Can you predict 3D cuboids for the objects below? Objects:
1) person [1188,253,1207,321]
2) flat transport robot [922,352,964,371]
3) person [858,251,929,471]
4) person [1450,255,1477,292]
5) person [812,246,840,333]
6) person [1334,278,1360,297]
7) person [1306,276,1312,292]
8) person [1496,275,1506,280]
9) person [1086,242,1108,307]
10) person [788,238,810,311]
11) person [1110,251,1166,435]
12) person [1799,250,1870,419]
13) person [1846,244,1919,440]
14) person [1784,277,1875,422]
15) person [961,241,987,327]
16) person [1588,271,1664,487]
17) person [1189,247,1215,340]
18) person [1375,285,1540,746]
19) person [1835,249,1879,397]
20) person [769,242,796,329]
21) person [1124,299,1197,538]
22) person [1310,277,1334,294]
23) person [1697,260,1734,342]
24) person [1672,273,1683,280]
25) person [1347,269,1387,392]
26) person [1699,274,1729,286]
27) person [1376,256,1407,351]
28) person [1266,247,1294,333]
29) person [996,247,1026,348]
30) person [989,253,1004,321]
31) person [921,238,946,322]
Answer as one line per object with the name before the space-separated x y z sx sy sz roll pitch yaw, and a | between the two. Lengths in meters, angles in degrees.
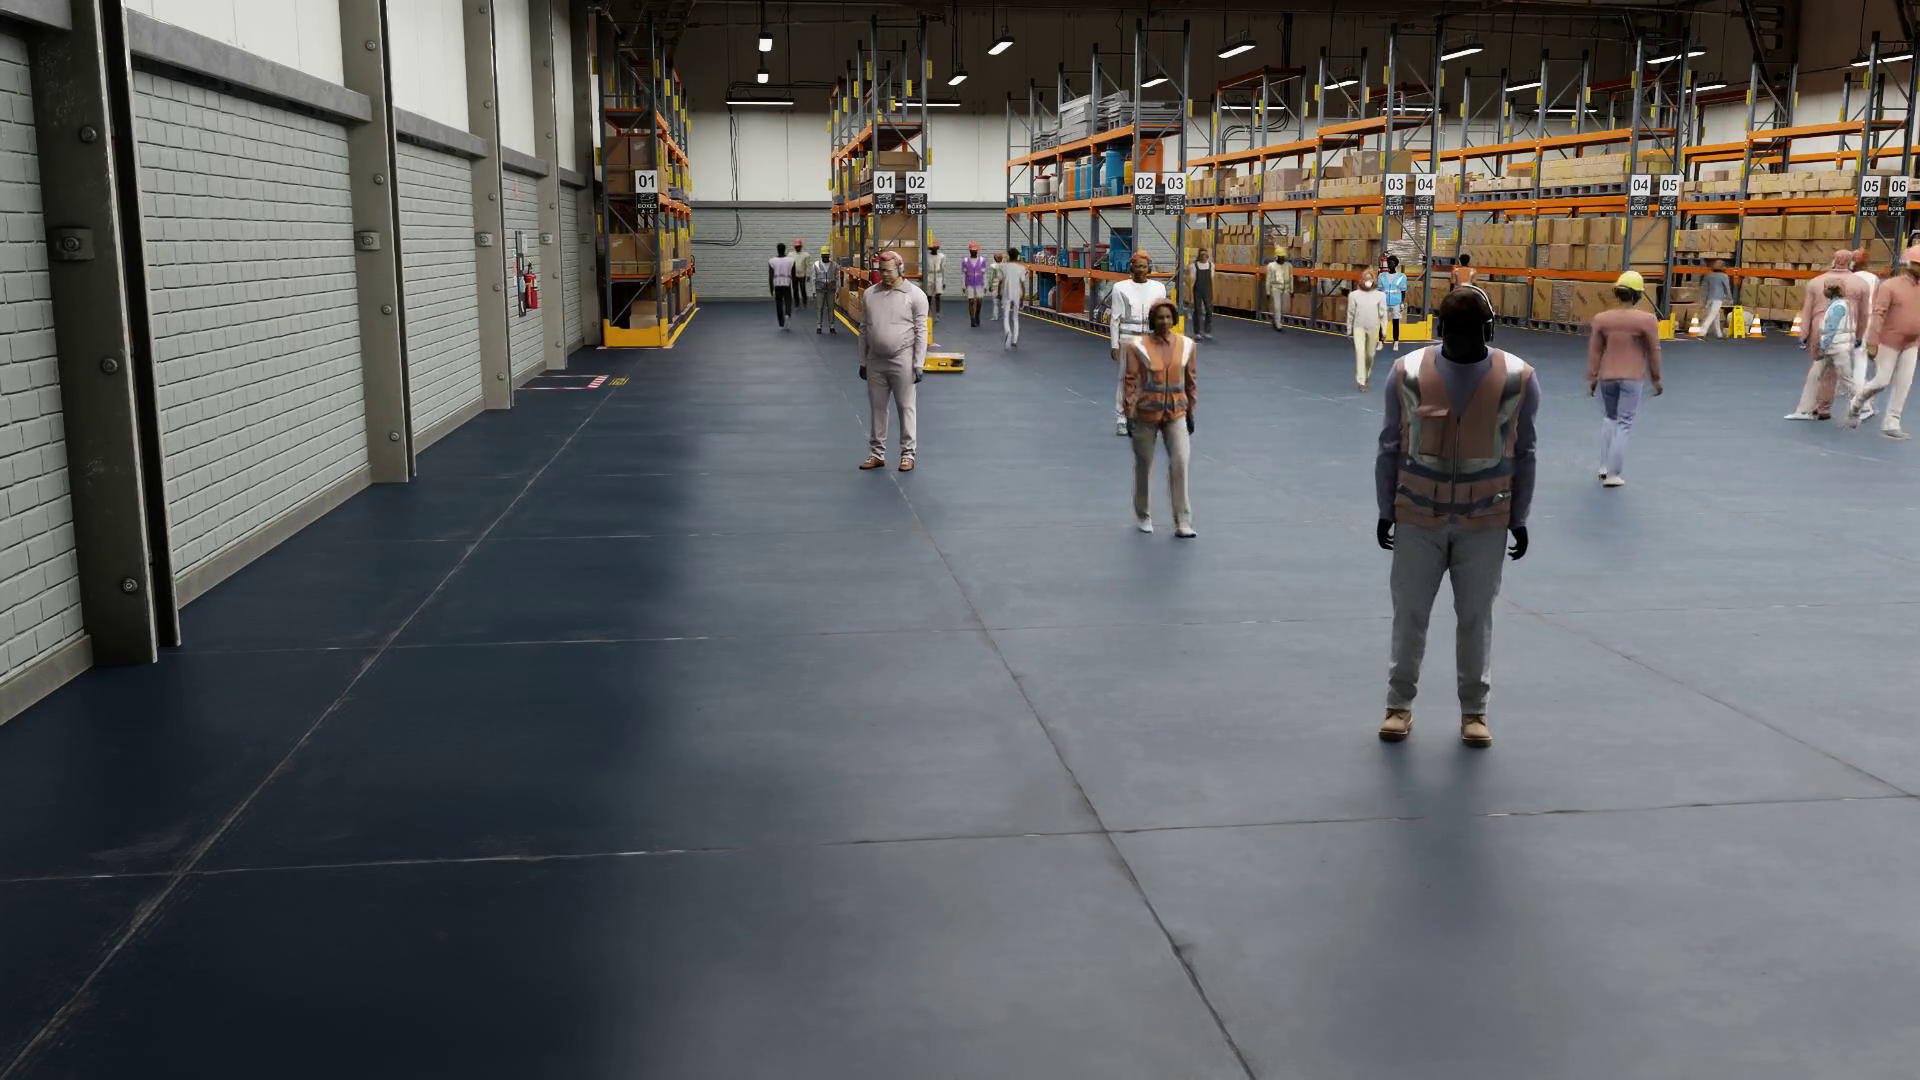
person | 5.807 -6.184 40.394 0.487 1.720 0.701 -2 11 -11
flat transport robot | -0.264 -2.729 25.411 0.652 0.197 1.431 0 10 0
person | -0.602 -1.547 14.461 0.638 1.903 0.409 4 11 22
person | 10.501 -5.125 34.744 0.541 1.642 0.926 2 11 13
person | -2.827 -5.265 35.025 0.591 1.833 0.403 -2 11 -10
person | 10.189 -6.890 43.682 0.631 1.909 0.997 -1 10 -6
person | 10.556 -8.022 49.569 0.537 2.000 0.710 -1 10 -7
person | 16.339 -8.017 50.115 0.651 1.831 0.581 -1 10 -6
person | 3.602 -6.901 43.729 0.646 1.928 0.536 -2 10 -9
person | -4.424 -7.247 45.489 0.621 1.979 0.460 1 10 4
person | 1.825 -2.010 17.043 0.583 1.882 0.337 -2 10 -10
person | 9.831 -2.300 18.662 0.646 1.868 0.837 9 14 41
person | 9.427 -2.009 16.848 0.640 1.955 0.738 -2 11 -13
person | 9.631 -2.084 18.236 0.868 1.592 0.503 3 11 15
person | 0.315 -5.747 37.420 0.578 1.921 0.452 0 10 0
person | 5.447 -1.309 13.581 0.604 1.748 0.532 -9 14 -42
person | 4.789 -4.849 32.796 0.534 1.808 0.829 -1 10 -5
person | 1.970 -0.090 6.653 0.619 1.838 0.430 3 11 16
person | 11.270 -2.743 21.124 0.586 1.863 0.712 -3 11 -15
person | -3.903 -5.584 36.572 0.605 1.906 0.625 -1 10 -6
person | 1.366 -0.807 11.200 0.539 1.603 0.782 -2 10 -9
person | 9.046 -6.507 41.550 0.635 1.936 0.354 2 11 10
person | 14.665 -4.643 32.289 0.867 1.588 0.504 -4 11 -20
person | 19.655 -7.323 45.947 0.642 1.952 0.933 0 10 0
person | 5.392 -2.788 22.087 0.504 1.610 0.739 1 10 5
person | 18.744 -6.521 41.451 0.639 1.995 1.003 -1 10 -6
person | 7.643 -4.195 29.534 0.535 1.697 0.318 4 11 22
person | 6.763 -5.304 35.287 0.612 1.816 0.600 -3 11 -16
person | 0.935 -4.408 30.289 0.530 1.850 0.635 0 10 -2
person | 0.931 -6.145 40.381 0.521 1.638 0.311 -5 12 -28
person | -0.650 -6.221 39.827 0.620 2.010 0.984 -2 10 -9
